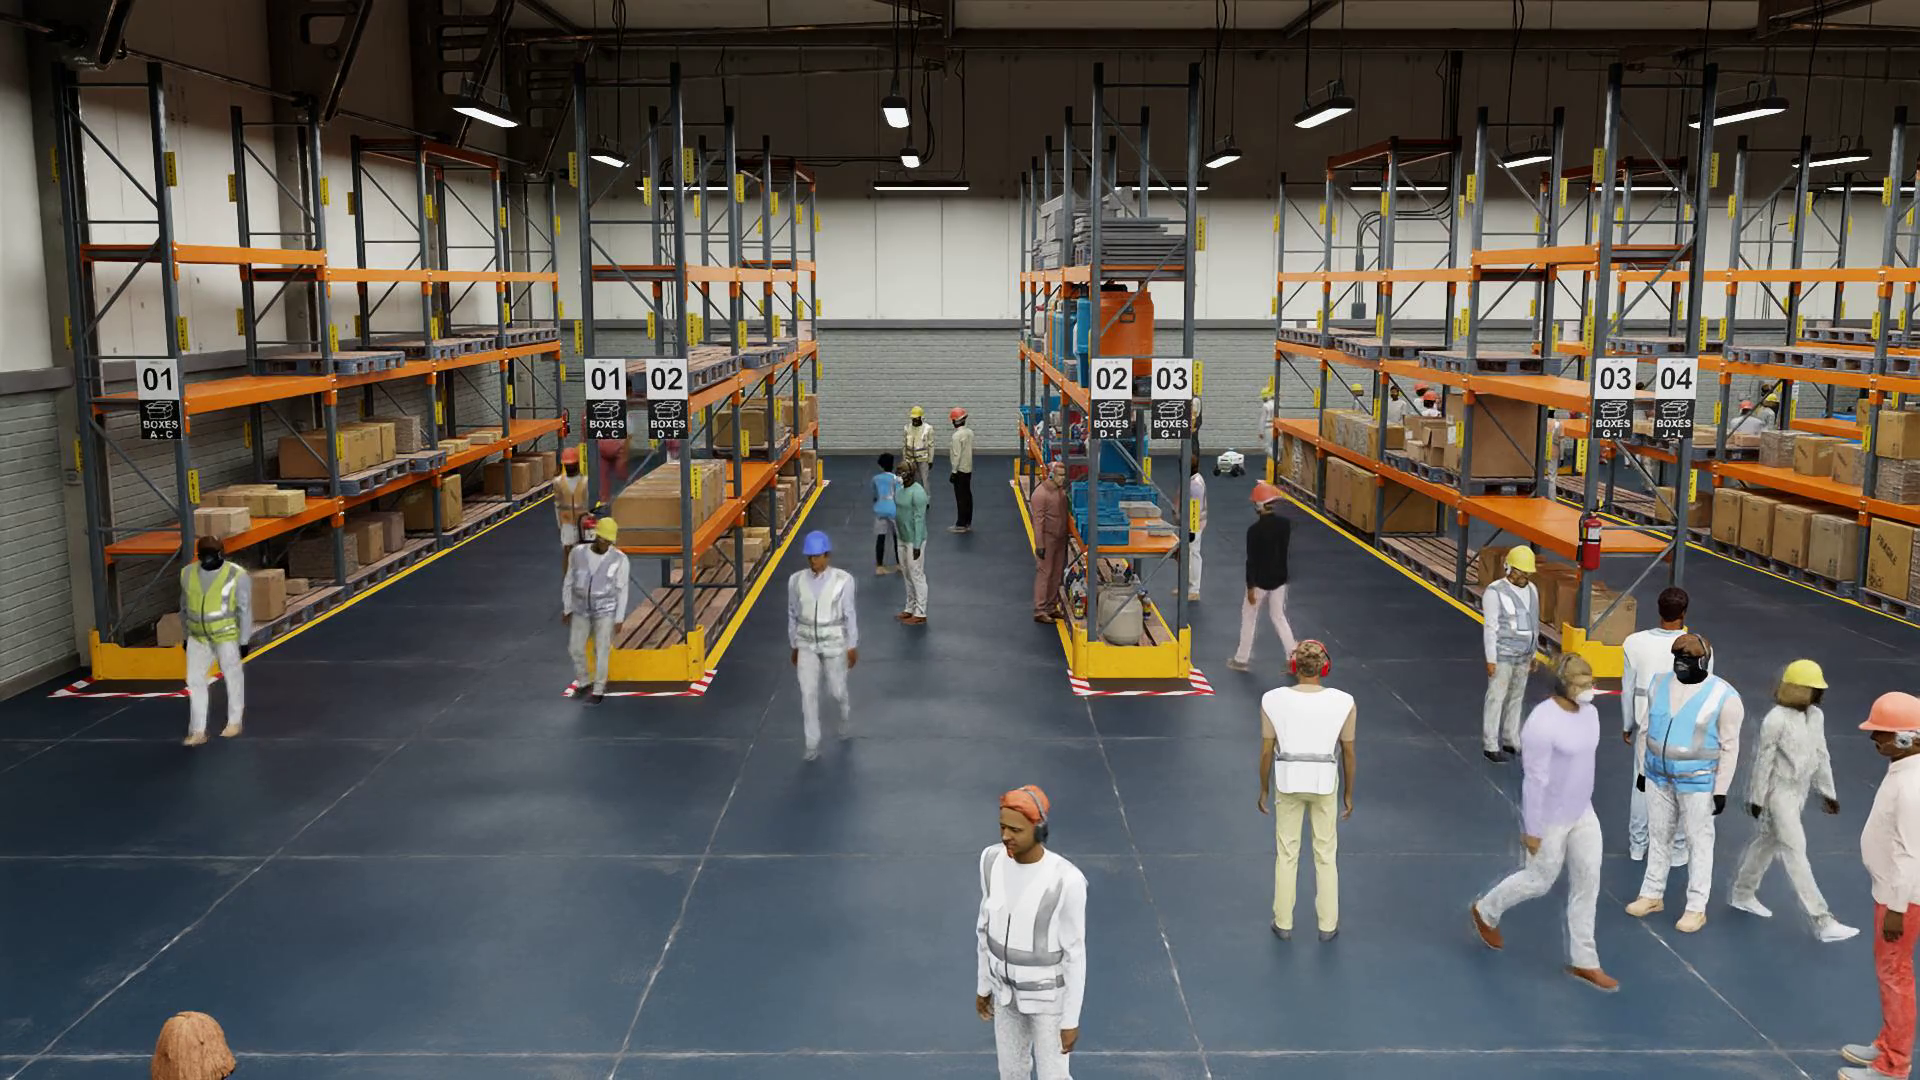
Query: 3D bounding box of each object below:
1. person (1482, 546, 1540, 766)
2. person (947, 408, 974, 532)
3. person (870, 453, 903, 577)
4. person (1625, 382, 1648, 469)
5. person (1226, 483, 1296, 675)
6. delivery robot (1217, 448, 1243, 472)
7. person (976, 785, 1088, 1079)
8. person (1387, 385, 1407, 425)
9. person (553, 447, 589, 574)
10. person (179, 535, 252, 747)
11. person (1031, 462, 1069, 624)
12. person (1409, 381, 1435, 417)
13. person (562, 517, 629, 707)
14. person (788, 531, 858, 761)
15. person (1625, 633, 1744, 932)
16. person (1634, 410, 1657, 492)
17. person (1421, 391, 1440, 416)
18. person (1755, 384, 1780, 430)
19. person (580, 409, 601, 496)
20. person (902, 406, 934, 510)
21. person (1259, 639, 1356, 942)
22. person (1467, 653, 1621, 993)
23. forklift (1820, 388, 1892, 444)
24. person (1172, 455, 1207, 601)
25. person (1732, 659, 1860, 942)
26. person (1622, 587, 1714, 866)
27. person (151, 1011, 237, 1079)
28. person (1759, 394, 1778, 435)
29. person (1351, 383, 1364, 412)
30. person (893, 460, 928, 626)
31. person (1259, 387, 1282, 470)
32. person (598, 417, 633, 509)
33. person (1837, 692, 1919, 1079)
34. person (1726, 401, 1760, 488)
[{"bbox_3d":[4.574,0.945,13.765,0.586,1.823,0.403,-5,10,-32],"label":"person"},{"bbox_3d":[0.006,-1.115,26.495,0.389,1.986,0.608,4,10,24],"label":"person"},{"bbox_3d":[-0.967,-0.358,22.643,0.544,1.650,0.808,4,10,22],"label":"person"},{"bbox_3d":[14.411,-2.434,35.414,0.526,1.856,0.350,7,11,36],"label":"person"},{"bbox_3d":[3.114,0.397,16.838,0.623,1.968,0.847,-6,10,-32],"label":"person"},{"bbox_3d":[5.554,-1.639,34.146,0.477,0.478,0.707,5,10,29],"label":"delivery robot"},{"bbox_3d":[0.296,1.952,7.121,0.579,1.878,0.350,8,12,43],"label":"person"},{"bbox_3d":[8.974,-2.273,34.362,0.511,1.862,0.323,9,12,44],"label":"person"},{"bbox_3d":[-4.912,-0.261,21.277,0.539,1.908,0.885,-1,9,-5],"label":"person"},{"bbox_3d":[-6.443,0.868,14.304,0.655,1.807,0.813,0,9,0],"label":"person"},{"bbox_3d":[1.088,0.024,19.477,0.401,1.893,0.652,6,11,34],"label":"person"},{"bbox_3d":[9.630,-2.388,34.970,0.546,1.891,0.830,-7,11,-36],"label":"person"},{"bbox_3d":[-3.418,0.676,15.609,0.628,1.807,0.405,0,9,2],"label":"person"},{"bbox_3d":[-1.147,0.854,14.027,0.614,1.922,0.782,2,9,10],"label":"person"},{"bbox_3d":[4.455,1.479,10.270,0.430,1.845,0.619,-6,11,-35],"label":"person"},{"bbox_3d":[13.116,-1.722,31.652,0.521,1.597,0.851,0,9,2],"label":"person"},{"bbox_3d":[8.804,-1.836,31.278,0.552,1.937,0.359,-7,11,-37],"label":"person"},{"bbox_3d":[16.974,-2.363,35.034,0.429,1.832,0.627,0,9,3],"label":"person"},{"bbox_3d":[-6.784,-1.794,30.856,0.608,1.989,0.387,3,9,21],"label":"person"},{"bbox_3d":[-0.736,-1.420,28.991,0.593,1.824,0.404,4,10,23],"label":"person"},{"bbox_3d":[2.085,1.514,10.024,0.566,1.844,0.381,2,9,10],"label":"person"},{"bbox_3d":[3.378,1.563,9.536,0.638,1.910,0.896,-6,11,-35],"label":"person"},{"bbox_3d":[20.072,-3.110,36.462,1.873,2.768,1.129,0,9,0],"label":"forklift"},{"bbox_3d":[2.867,-0.160,20.826,0.430,1.840,0.619,0,9,2],"label":"person"},{"bbox_3d":[5.134,1.569,10.135,0.499,1.693,0.922,-5,10,-30],"label":"person"},{"bbox_3d":[4.814,1.271,11.360,0.592,1.920,0.392,6,11,34],"label":"person"},{"bbox_3d":[-2.455,2.337,5.461,0.500,1.628,0.296,-8,12,-42],"label":"person"},{"bbox_3d":[16.298,-2.088,33.573,0.320,1.731,0.489,0,9,-1],"label":"person"},{"bbox_3d":[8.791,-2.601,36.868,0.321,1.737,0.483,4,10,25],"label":"person"},{"bbox_3d":[-0.575,0.026,19.348,0.378,1.931,0.624,-5,10,-27],"label":"person"},{"bbox_3d":[6.542,-2.302,34.760,0.649,1.800,0.684,8,12,42],"label":"person"},{"bbox_3d":[-6.074,-1.588,29.358,0.683,2.000,0.909,5,10,27],"label":"person"},{"bbox_3d":[4.618,1.727,8.237,0.412,1.983,0.619,4,10,26],"label":"person"},{"bbox_3d":[14.834,-1.771,31.539,0.578,1.730,0.653,1,9,8],"label":"person"}]
